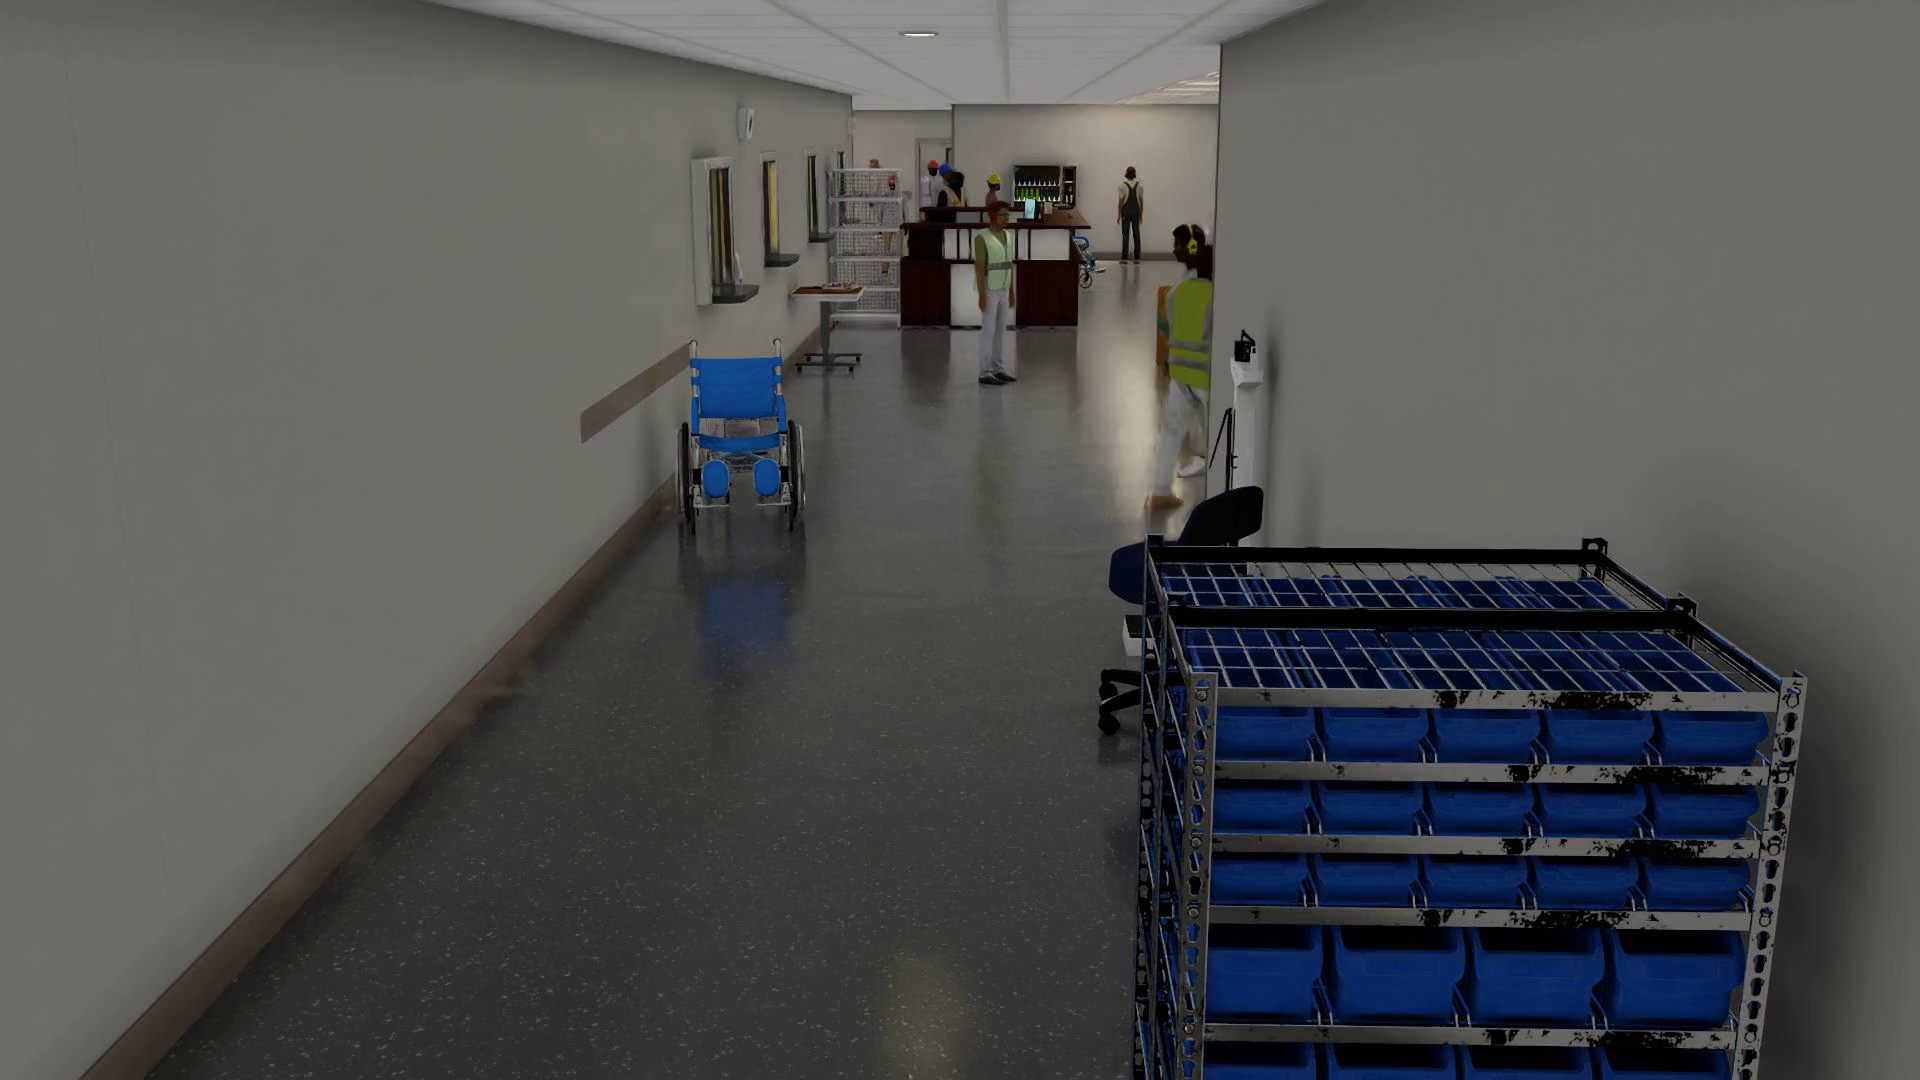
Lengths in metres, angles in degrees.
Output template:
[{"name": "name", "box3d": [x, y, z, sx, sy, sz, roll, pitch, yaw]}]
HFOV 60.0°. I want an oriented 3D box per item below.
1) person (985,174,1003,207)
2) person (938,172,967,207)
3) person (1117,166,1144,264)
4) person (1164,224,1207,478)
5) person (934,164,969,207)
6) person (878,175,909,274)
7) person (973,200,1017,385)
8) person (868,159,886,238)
[{"name": "person", "box3d": [0.587, -5.506, 29.145, 0.312, 1.768, 0.530, -3, 14, -12]}, {"name": "person", "box3d": [-0.117, -5.455, 28.849, 0.431, 1.809, 0.678, 13, 19, 43]}, {"name": "person", "box3d": [3.253, -6.206, 31.812, 0.506, 1.846, 0.350, -2, 14, -9]}, {"name": "person", "box3d": [1.695, -1.374, 12.194, 0.498, 1.845, 0.545, -3, 14, -13]}, {"name": "person", "box3d": [-0.130, -6.097, 31.277, 0.739, 1.901, 0.424, 1, 14, 4]}, {"name": "person", "box3d": [-1.192, -5.629, 29.690, 0.563, 1.742, 0.361, 1, 14, 2]}, {"name": "person", "box3d": [0.345, -2.496, 16.789, 0.403, 1.836, 0.566, 9, 17, 33]}, {"name": "person", "box3d": [-1.903, -8.030, 39.186, 0.504, 1.872, 0.720, 3, 14, 12]}]
